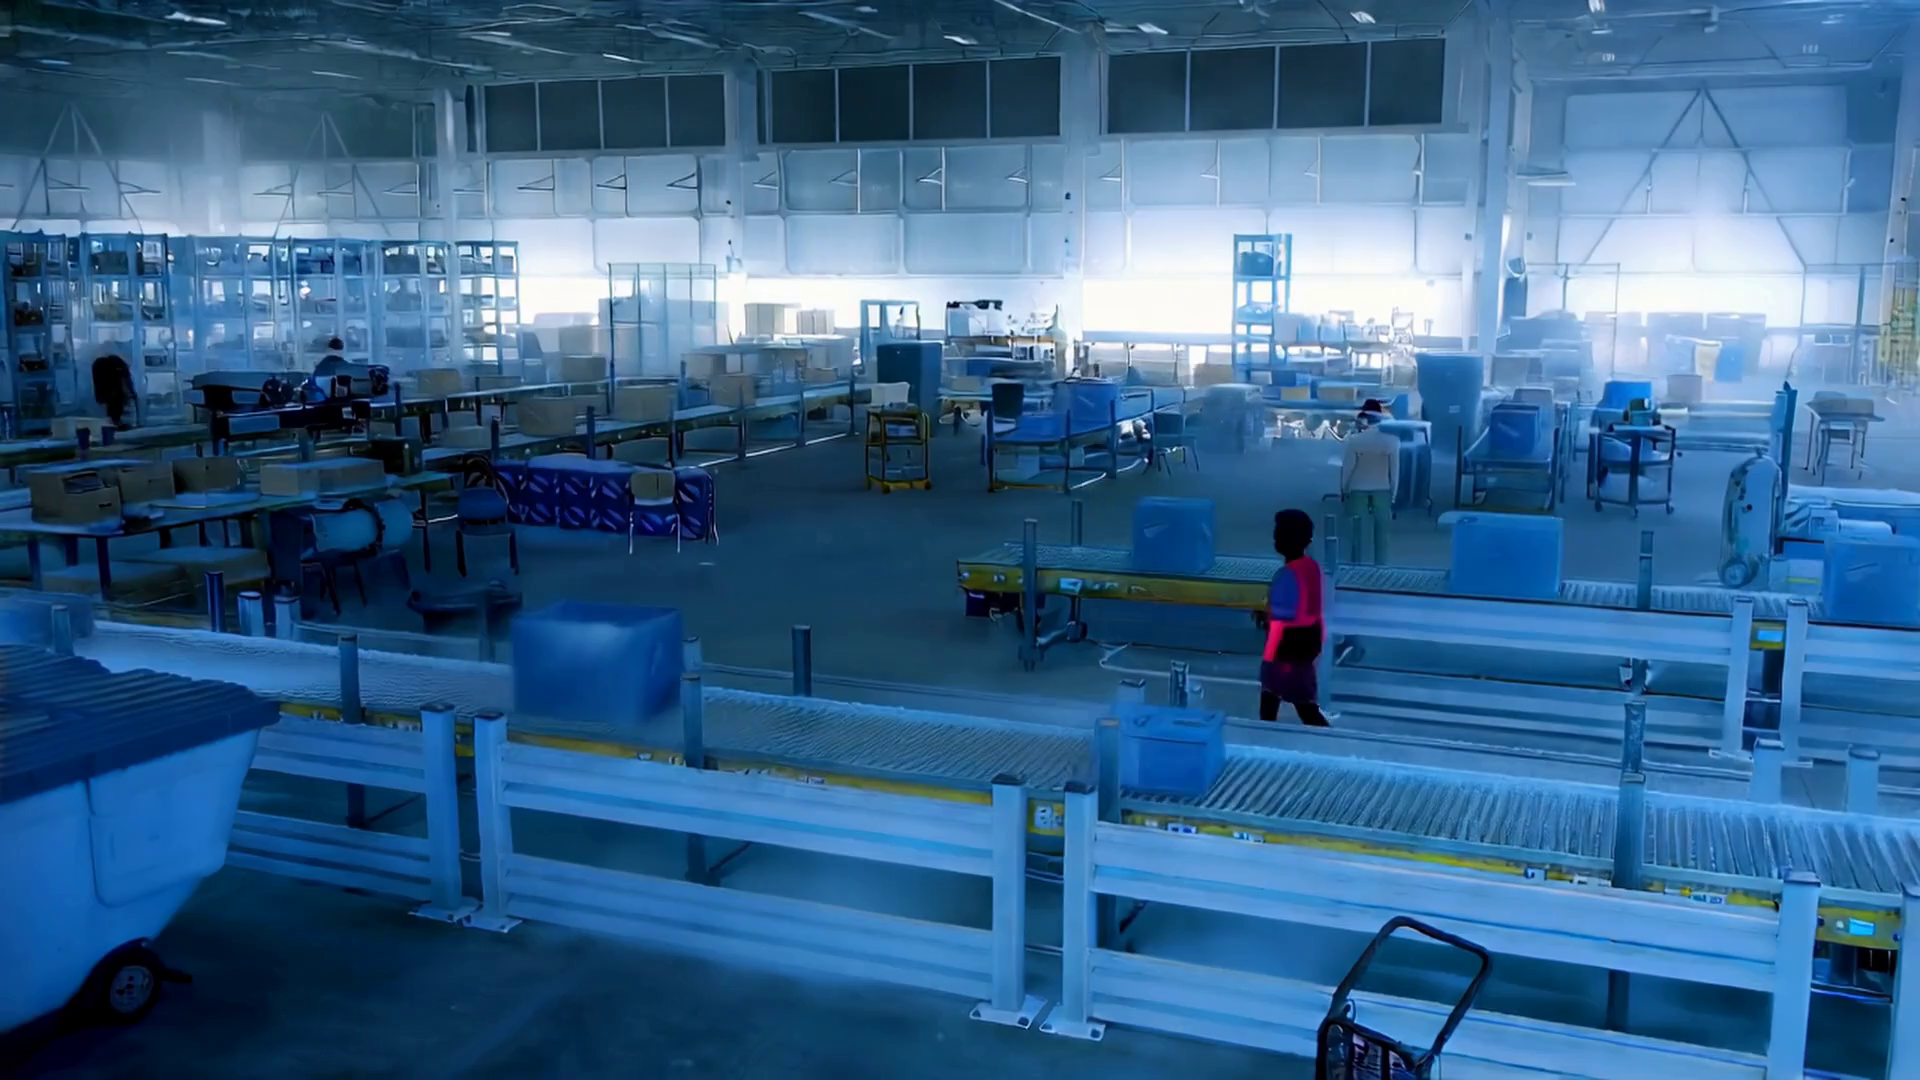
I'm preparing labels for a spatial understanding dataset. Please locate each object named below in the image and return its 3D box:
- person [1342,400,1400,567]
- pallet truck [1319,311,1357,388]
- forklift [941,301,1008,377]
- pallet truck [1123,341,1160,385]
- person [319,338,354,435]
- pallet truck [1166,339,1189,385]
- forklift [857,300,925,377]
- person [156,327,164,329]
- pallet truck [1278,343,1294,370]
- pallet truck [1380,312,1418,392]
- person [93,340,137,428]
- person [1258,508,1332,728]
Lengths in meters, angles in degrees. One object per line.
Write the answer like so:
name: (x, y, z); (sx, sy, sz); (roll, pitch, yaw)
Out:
person: (3.937, -0.463, 15.978); (0.534, 1.755, 0.386); (3, 10, 16)
pallet truck: (9.071, -4.419, 39.190); (0.823, 1.965, 1.885); (5, 10, 26)
forklift: (0.365, -4.966, 41.571); (1.157, 1.987, 2.680); (3, 10, 20)
pallet truck: (4.445, -4.380, 41.279); (0.680, 1.201, 1.601); (4, 10, 22)
person: (-10.496, -2.496, 28.081); (0.611, 1.813, 0.423); (3, 10, 18)
pallet truck: (5.418, -4.269, 40.420); (0.704, 1.261, 1.522); (3, 10, 20)
forklift: (-1.732, -5.109, 42.468); (1.157, 1.987, 2.680); (4, 10, 22)
person: (-17.974, -4.050, 37.475); (0.573, 1.831, 0.411); (-6, 11, -34)
pallet truck: (7.886, -4.163, 39.743); (0.653, 1.274, 1.630); (4, 10, 22)
pallet truck: (10.207, -4.283, 38.369); (0.823, 1.965, 1.885); (3, 10, 20)
person: (-13.463, -2.245, 26.470); (0.654, 1.859, 1.005); (6, 11, 30)
person: (1.925, 0.644, 9.559); (0.862, 1.654, 0.543); (4, 10, 25)
